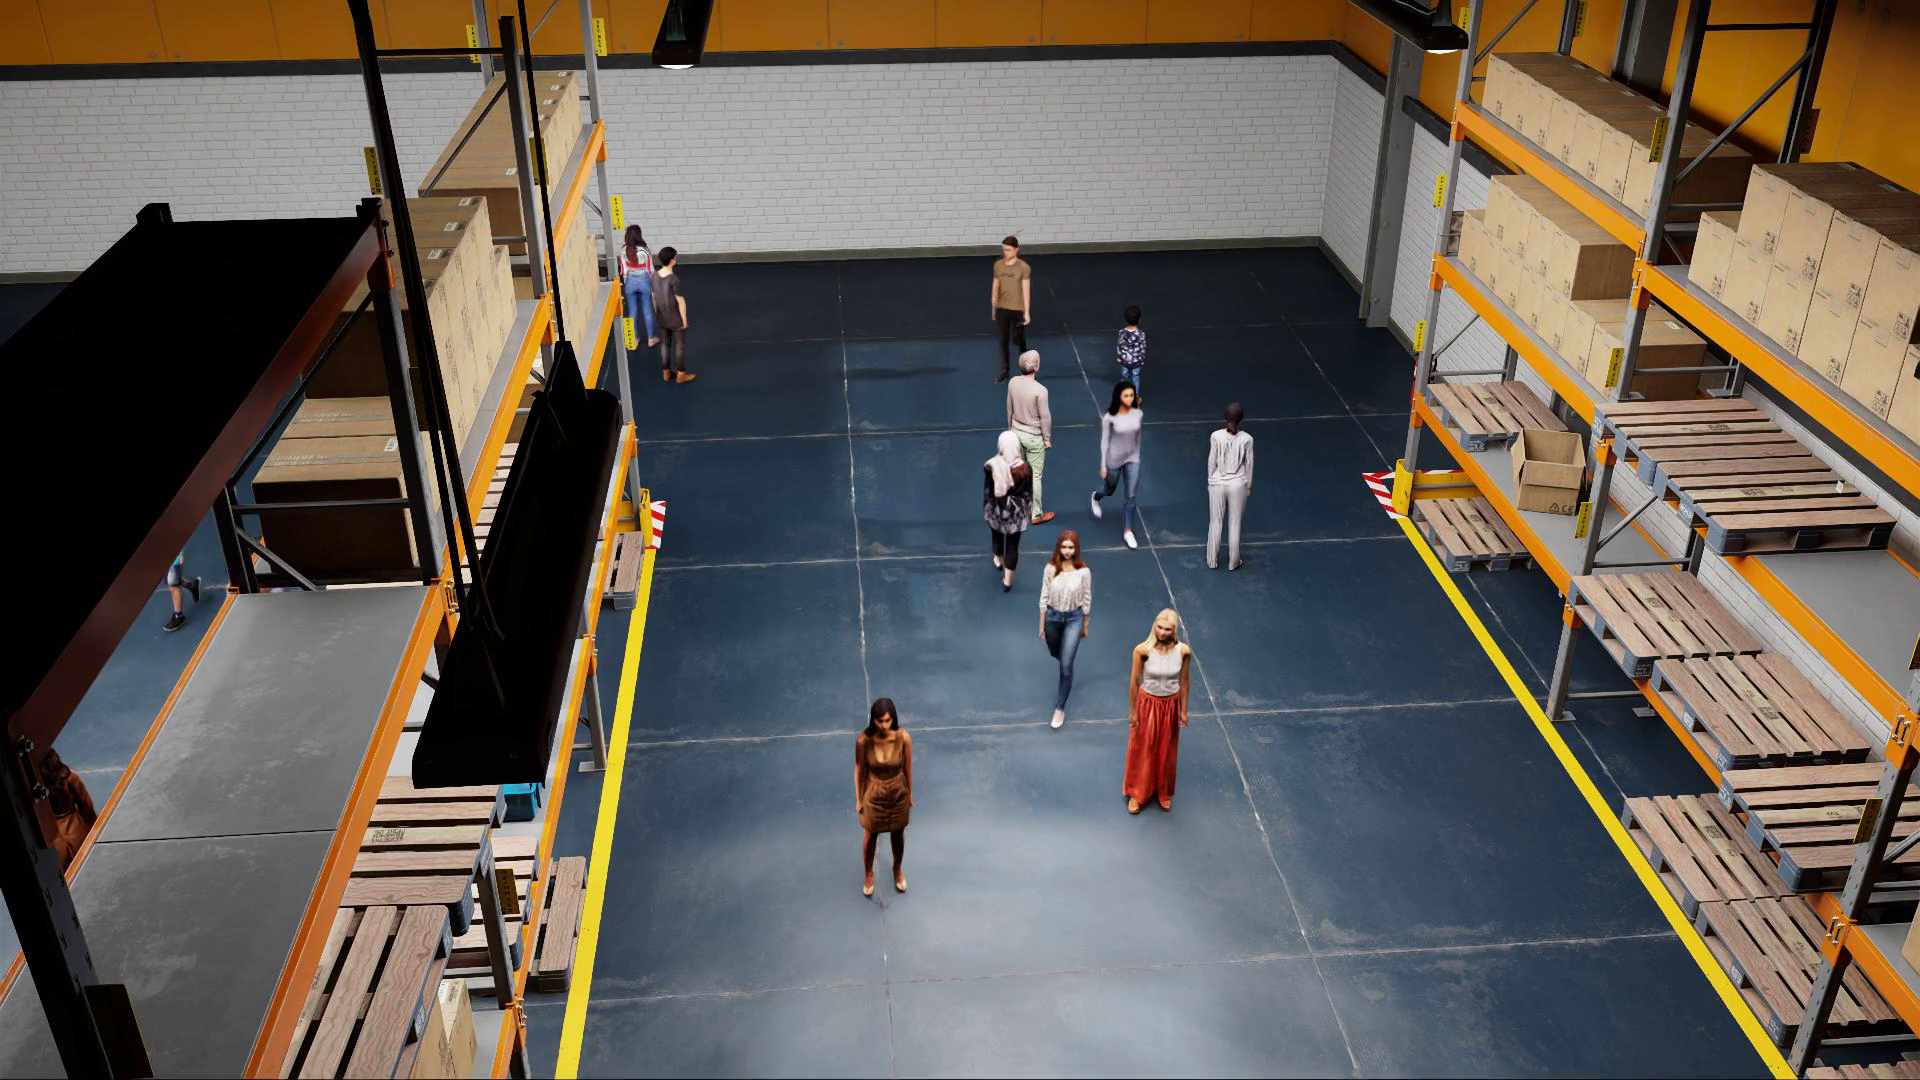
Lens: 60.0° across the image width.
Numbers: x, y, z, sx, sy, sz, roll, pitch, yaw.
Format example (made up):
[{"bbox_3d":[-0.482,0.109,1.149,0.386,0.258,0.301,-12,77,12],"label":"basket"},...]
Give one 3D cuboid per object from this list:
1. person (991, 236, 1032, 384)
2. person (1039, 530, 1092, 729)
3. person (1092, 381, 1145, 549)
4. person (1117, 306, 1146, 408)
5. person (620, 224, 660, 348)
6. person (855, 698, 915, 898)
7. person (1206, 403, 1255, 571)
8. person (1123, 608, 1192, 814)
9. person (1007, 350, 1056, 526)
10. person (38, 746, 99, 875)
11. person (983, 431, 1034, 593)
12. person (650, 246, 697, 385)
[{"bbox_3d":[0.664,-2.849,20.406,0.913,1.840,1.020,12,31,20],"label":"person"},{"bbox_3d":[0.887,0.666,14.115,0.844,1.695,1.184,7,29,13],"label":"person"},{"bbox_3d":[1.589,-0.824,16.833,0.782,1.707,1.142,-9,30,-16],"label":"person"},{"bbox_3d":[2.040,-2.191,19.819,0.571,1.248,0.600,11,31,20],"label":"person"},{"bbox_3d":[-4.151,-3.290,21.453,0.625,1.612,0.555,2,29,3],"label":"person"},{"bbox_3d":[-0.541,1.841,11.968,0.585,1.687,0.531,-5,29,-9],"label":"person"},{"bbox_3d":[2.621,-0.520,16.206,0.656,1.774,0.647,7,29,13],"label":"person"},{"bbox_3d":[1.527,1.298,12.844,0.619,1.803,0.574,-2,29,-3],"label":"person"},{"bbox_3d":[0.697,-1.059,17.089,0.770,1.875,0.819,20,34,32],"label":"person"},{"bbox_3d":[-6.175,2.084,11.488,0.743,1.720,0.693,-11,30,-19],"label":"person"},{"bbox_3d":[0.457,-0.244,15.862,0.679,1.620,0.870,0,29,1],"label":"person"},{"bbox_3d":[-3.551,-2.759,20.374,0.707,1.714,0.730,16,32,26],"label":"person"}]
